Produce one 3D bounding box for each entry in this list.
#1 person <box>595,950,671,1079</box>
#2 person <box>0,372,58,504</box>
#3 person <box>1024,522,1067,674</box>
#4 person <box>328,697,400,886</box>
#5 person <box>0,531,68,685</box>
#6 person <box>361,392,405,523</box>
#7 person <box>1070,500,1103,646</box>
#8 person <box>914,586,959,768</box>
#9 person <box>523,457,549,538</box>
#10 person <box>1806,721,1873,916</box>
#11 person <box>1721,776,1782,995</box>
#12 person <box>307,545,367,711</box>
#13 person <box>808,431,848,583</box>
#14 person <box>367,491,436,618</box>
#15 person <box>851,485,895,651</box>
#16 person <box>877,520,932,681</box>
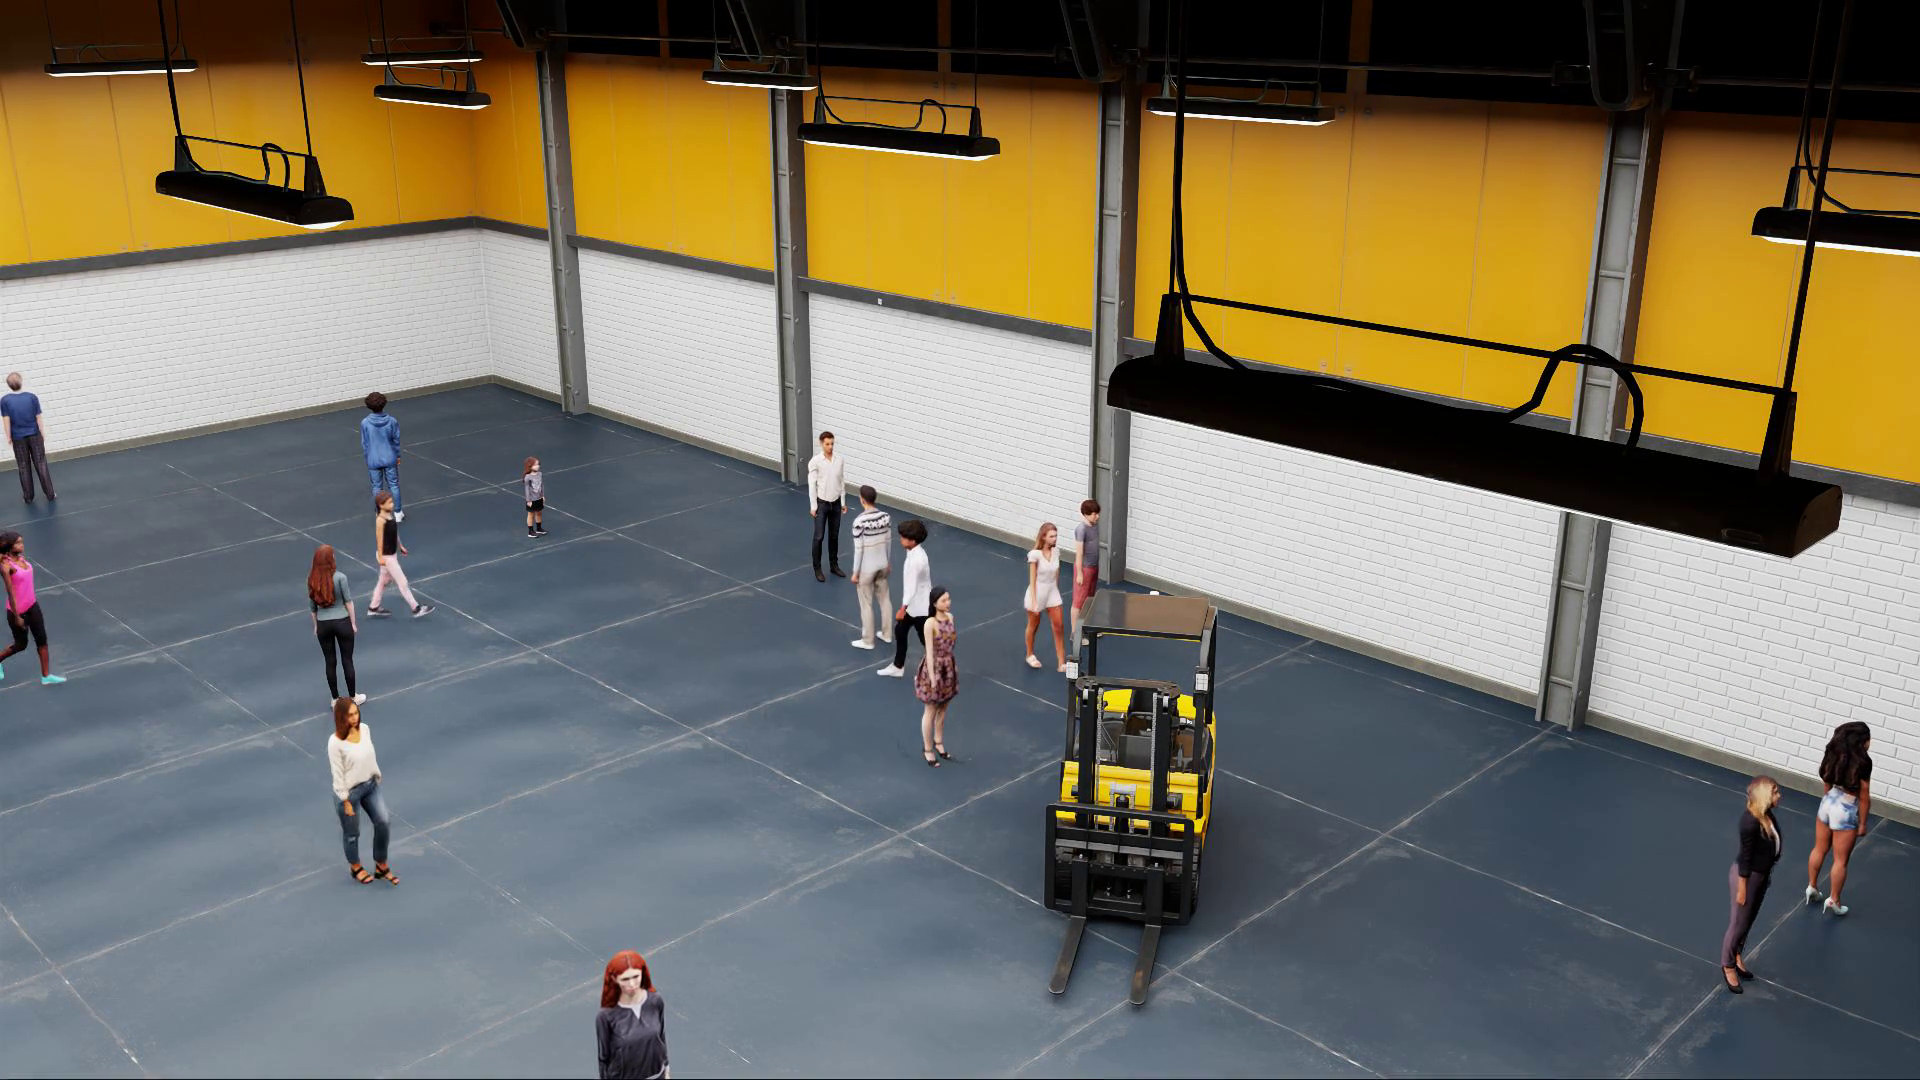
[{"bbox_3d":[-1.929,3.224,9.862,0.627,1.779,0.580,-11,21,-29],"label":"person"},{"bbox_3d":[-13.267,-1.462,23.635,0.714,1.871,0.634,-10,21,-28],"label":"person"},{"bbox_3d":[0.835,0.594,17.853,0.747,1.663,0.989,-9,21,-26],"label":"person"},{"bbox_3d":[-4.981,2.041,13.555,0.782,1.665,0.723,11,21,29],"label":"person"},{"bbox_3d":[-9.867,0.739,17.364,1.049,1.702,0.916,2,19,7],"label":"person"},{"bbox_3d":[-7.913,-1.132,22.756,0.747,1.807,0.729,-6,20,-17],"label":"person"},{"bbox_3d":[1.413,0.331,18.658,0.586,1.649,0.639,11,22,30],"label":"person"},{"bbox_3d":[-0.194,1.274,15.665,0.728,1.772,0.715,12,22,32],"label":"person"},{"bbox_3d":[-5.701,-0.593,22.254,0.508,1.105,0.509,10,21,28],"label":"person"},{"bbox_3d":[6.961,2.197,13.171,0.720,1.615,0.638,-6,20,-17],"label":"person"},{"bbox_3d":[5.776,2.497,12.191,0.615,1.671,0.518,-16,24,-40],"label":"person"},{"bbox_3d":[-6.345,0.884,16.868,0.670,1.742,0.724,-1,19,-2],"label":"person"},{"bbox_3d":[-1.651,-0.440,20.603,0.689,1.869,0.593,-12,22,-33],"label":"person"},{"bbox_3d":[-6.681,0.200,19.251,1.019,1.520,0.989,-1,19,-3],"label":"person"},{"bbox_3d":[-0.973,0.293,18.441,0.685,1.859,0.531,-17,25,-41],"label":"person"},{"bbox_3d":[-0.362,0.659,17.474,0.974,1.782,0.962,-4,19,-10],"label":"person"}]
